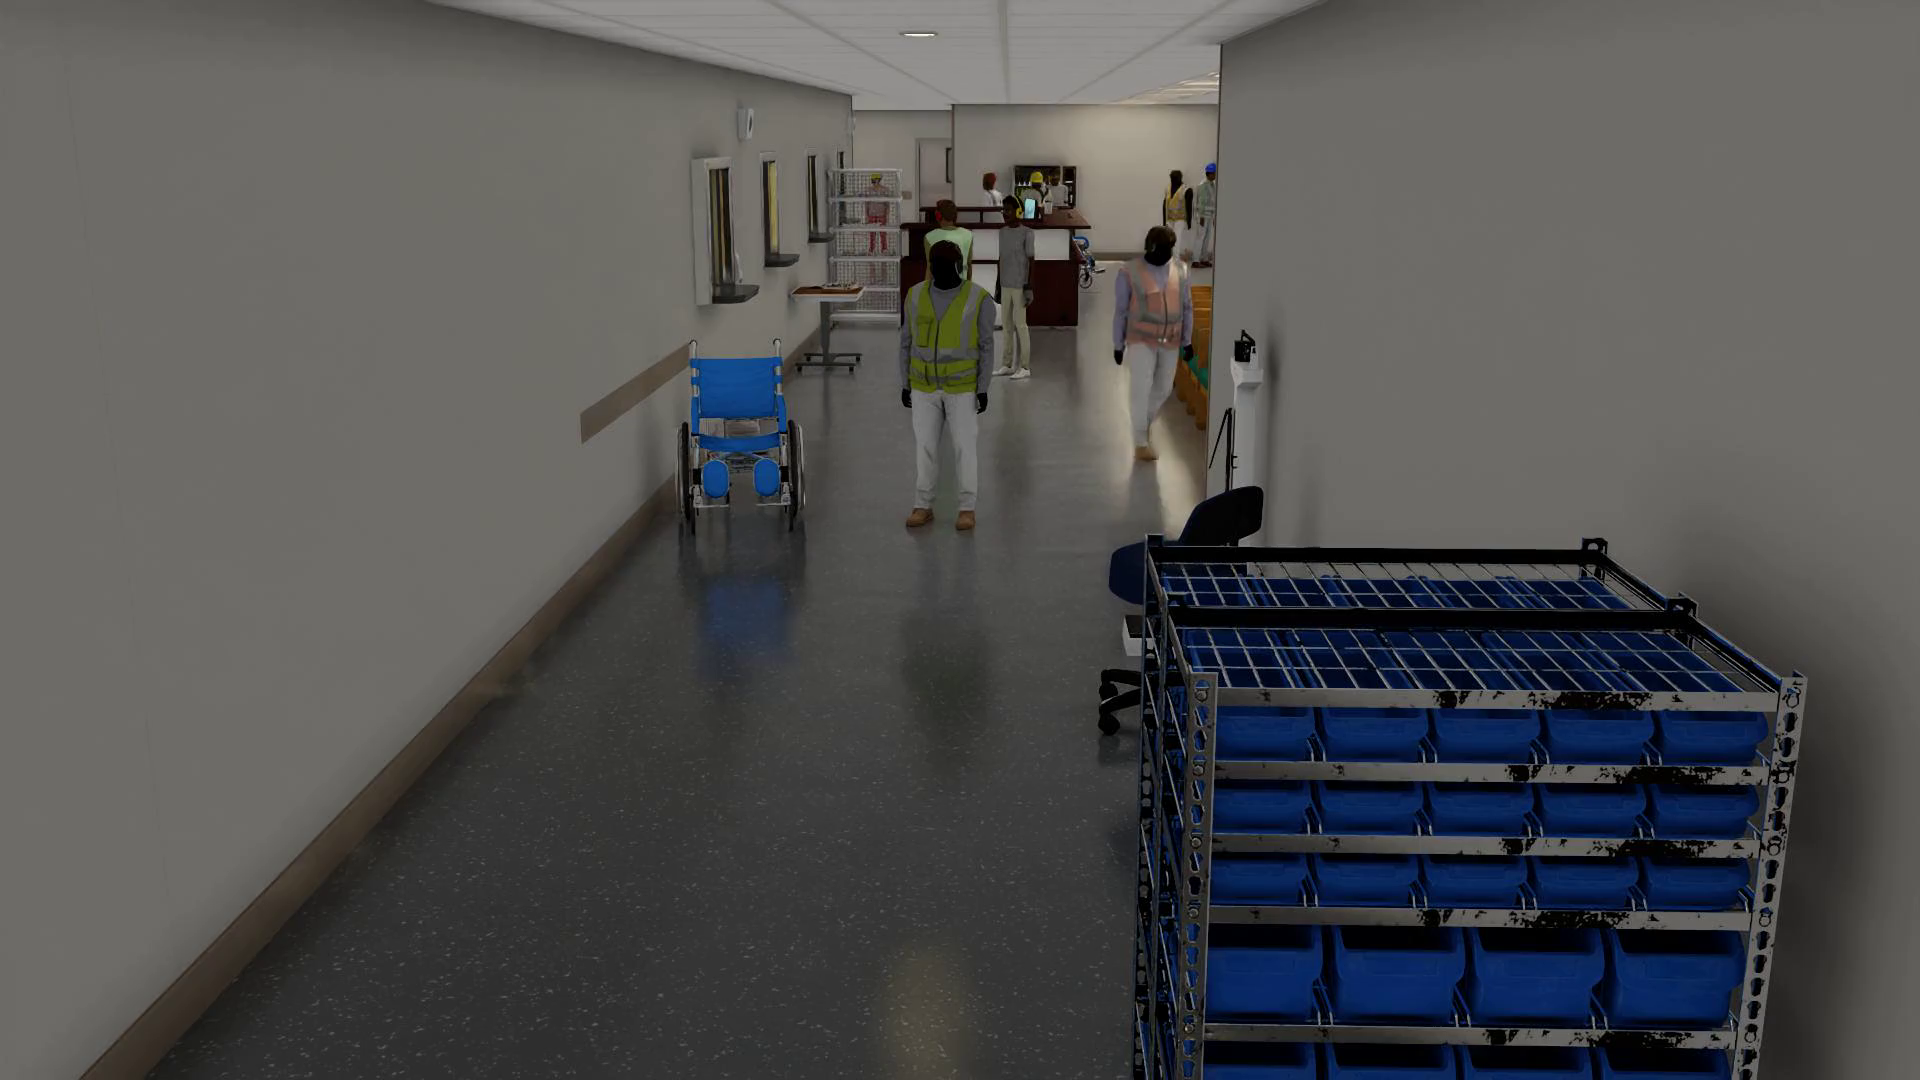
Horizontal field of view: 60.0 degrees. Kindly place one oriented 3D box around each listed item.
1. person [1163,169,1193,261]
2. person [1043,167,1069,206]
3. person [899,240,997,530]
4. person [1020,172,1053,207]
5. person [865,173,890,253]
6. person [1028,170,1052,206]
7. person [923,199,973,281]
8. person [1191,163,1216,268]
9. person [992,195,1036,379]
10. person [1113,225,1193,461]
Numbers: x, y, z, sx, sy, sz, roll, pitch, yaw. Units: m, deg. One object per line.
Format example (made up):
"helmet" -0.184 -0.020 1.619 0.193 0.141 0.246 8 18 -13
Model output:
"person" 4.088 -5.998 31.037 0.652 1.817 0.650 13 19 43
"person" 1.714 -5.805 30.150 0.532 1.865 0.311 0 14 -1
"person" -0.094 -0.984 10.637 0.627 1.844 0.429 4 14 15
"person" 1.309 -5.420 28.685 0.595 1.825 0.404 0 14 -1
"person" -1.627 -6.381 32.696 0.526 1.765 0.329 5 15 19
"person" 1.361 -5.437 28.698 0.505 1.842 0.347 -12 18 -40
"person" -0.117 -2.492 16.743 0.563 1.848 0.389 -9 17 -33
"person" 4.602 -6.019 30.895 0.436 1.935 0.621 10 17 34
"person" 0.545 -2.591 17.098 0.314 1.869 0.537 -13 19 -42
"person" 1.492 -1.573 13.112 0.633 1.809 0.808 -5 15 -19
